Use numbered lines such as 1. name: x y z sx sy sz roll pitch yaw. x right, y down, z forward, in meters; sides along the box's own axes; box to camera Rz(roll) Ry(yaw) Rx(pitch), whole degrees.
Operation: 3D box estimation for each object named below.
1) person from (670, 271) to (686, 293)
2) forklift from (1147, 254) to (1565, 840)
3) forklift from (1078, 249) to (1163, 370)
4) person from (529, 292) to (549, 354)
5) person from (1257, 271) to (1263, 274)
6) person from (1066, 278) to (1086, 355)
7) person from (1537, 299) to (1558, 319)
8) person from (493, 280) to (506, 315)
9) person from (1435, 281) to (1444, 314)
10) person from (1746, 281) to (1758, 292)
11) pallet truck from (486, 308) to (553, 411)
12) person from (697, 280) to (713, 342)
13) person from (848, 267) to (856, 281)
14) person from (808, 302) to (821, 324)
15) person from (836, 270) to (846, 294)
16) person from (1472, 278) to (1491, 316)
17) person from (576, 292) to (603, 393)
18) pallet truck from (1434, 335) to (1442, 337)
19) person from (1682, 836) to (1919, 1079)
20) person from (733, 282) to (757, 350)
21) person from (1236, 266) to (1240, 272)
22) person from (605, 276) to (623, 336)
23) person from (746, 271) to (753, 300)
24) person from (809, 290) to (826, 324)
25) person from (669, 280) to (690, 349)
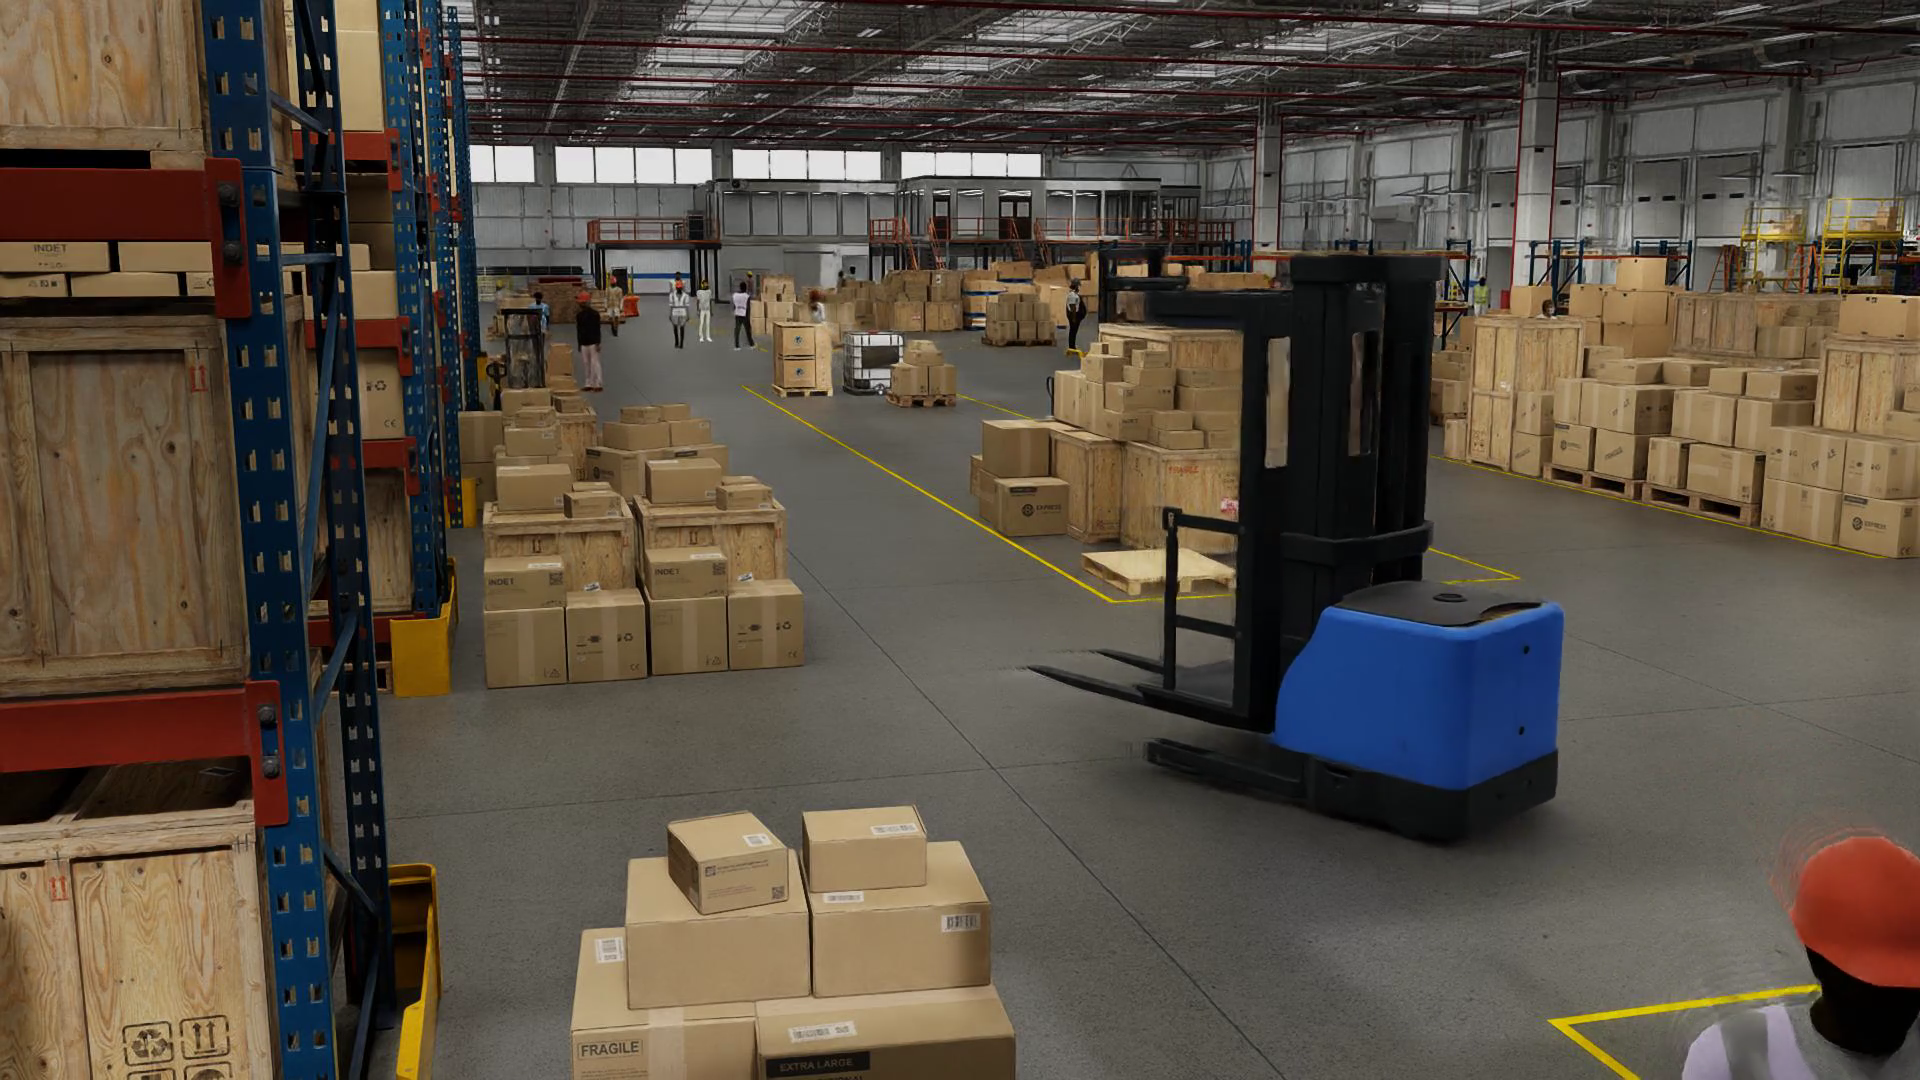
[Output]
1. person: -10.917 -9.442 64.366 0.603 1.907 0.452 -2 10 -11
2. forklift: 2.076 -0.078 8.614 1.129 2.768 1.873 -9 14 -42
3. forklift: 2.558 -3.002 25.172 1.129 2.768 1.873 -3 10 -15
4. person: -11.034 -5.674 43.644 0.547 1.686 0.478 0 10 -2
5. person: 11.550 -9.452 64.396 0.549 1.924 0.466 8 13 37
6. person: 3.095 -5.952 44.251 0.537 2.000 0.689 1 10 3
7. person: 10.411 -3.316 29.613 0.636 1.938 0.355 -7 12 -33
8. person: -14.502 -7.305 52.545 0.456 1.817 0.596 -1 10 -6
9. person: 20.354 -10.597 71.186 0.663 1.812 0.804 1 10 6
10. person: 27.317 -8.208 57.371 0.589 1.919 0.392 -8 13 -39
11. pallet truck: -6.242 -2.418 24.362 0.823 1.965 1.885 1 10 3
12. person: -7.705 -6.931 50.287 0.537 1.867 0.314 -7 12 -34
13. person: -4.832 -11.292 74.697 0.361 1.964 0.616 -5 11 -26
14. person: -3.366 -4.582 37.687 0.674 1.612 0.541 0 10 -1
15. person: -5.133 -10.752 72.020 0.565 1.835 0.526 9 13 41
16. person: 18.000 -8.152 57.426 0.644 1.792 0.949 3 11 19
17. person: -7.313 -3.872 32.663 0.614 1.983 0.430 7 12 35
18. pallet truck: 14.620 -7.324 52.145 0.823 1.965 1.885 8 13 40
19. person: 1.531 1.405 2.973 0.551 1.910 0.845 1 10 4
20. person: -6.032 -6.222 46.271 0.615 1.864 0.994 4 11 23
21. person: 14.092 -13.004 84.611 0.615 1.901 0.996 6 12 30
22. person: -11.050 -7.447 53.047 0.579 1.922 0.408 -1 10 -3
23. person: -9.398 -11.144 74.435 0.310 1.769 0.525 3 10 17
24. person: -3.279 -4.807 38.243 0.406 1.869 0.601 2 10 14
25. person: -7.869 -6.325 46.702 0.588 1.916 0.566 -2 10 -11
